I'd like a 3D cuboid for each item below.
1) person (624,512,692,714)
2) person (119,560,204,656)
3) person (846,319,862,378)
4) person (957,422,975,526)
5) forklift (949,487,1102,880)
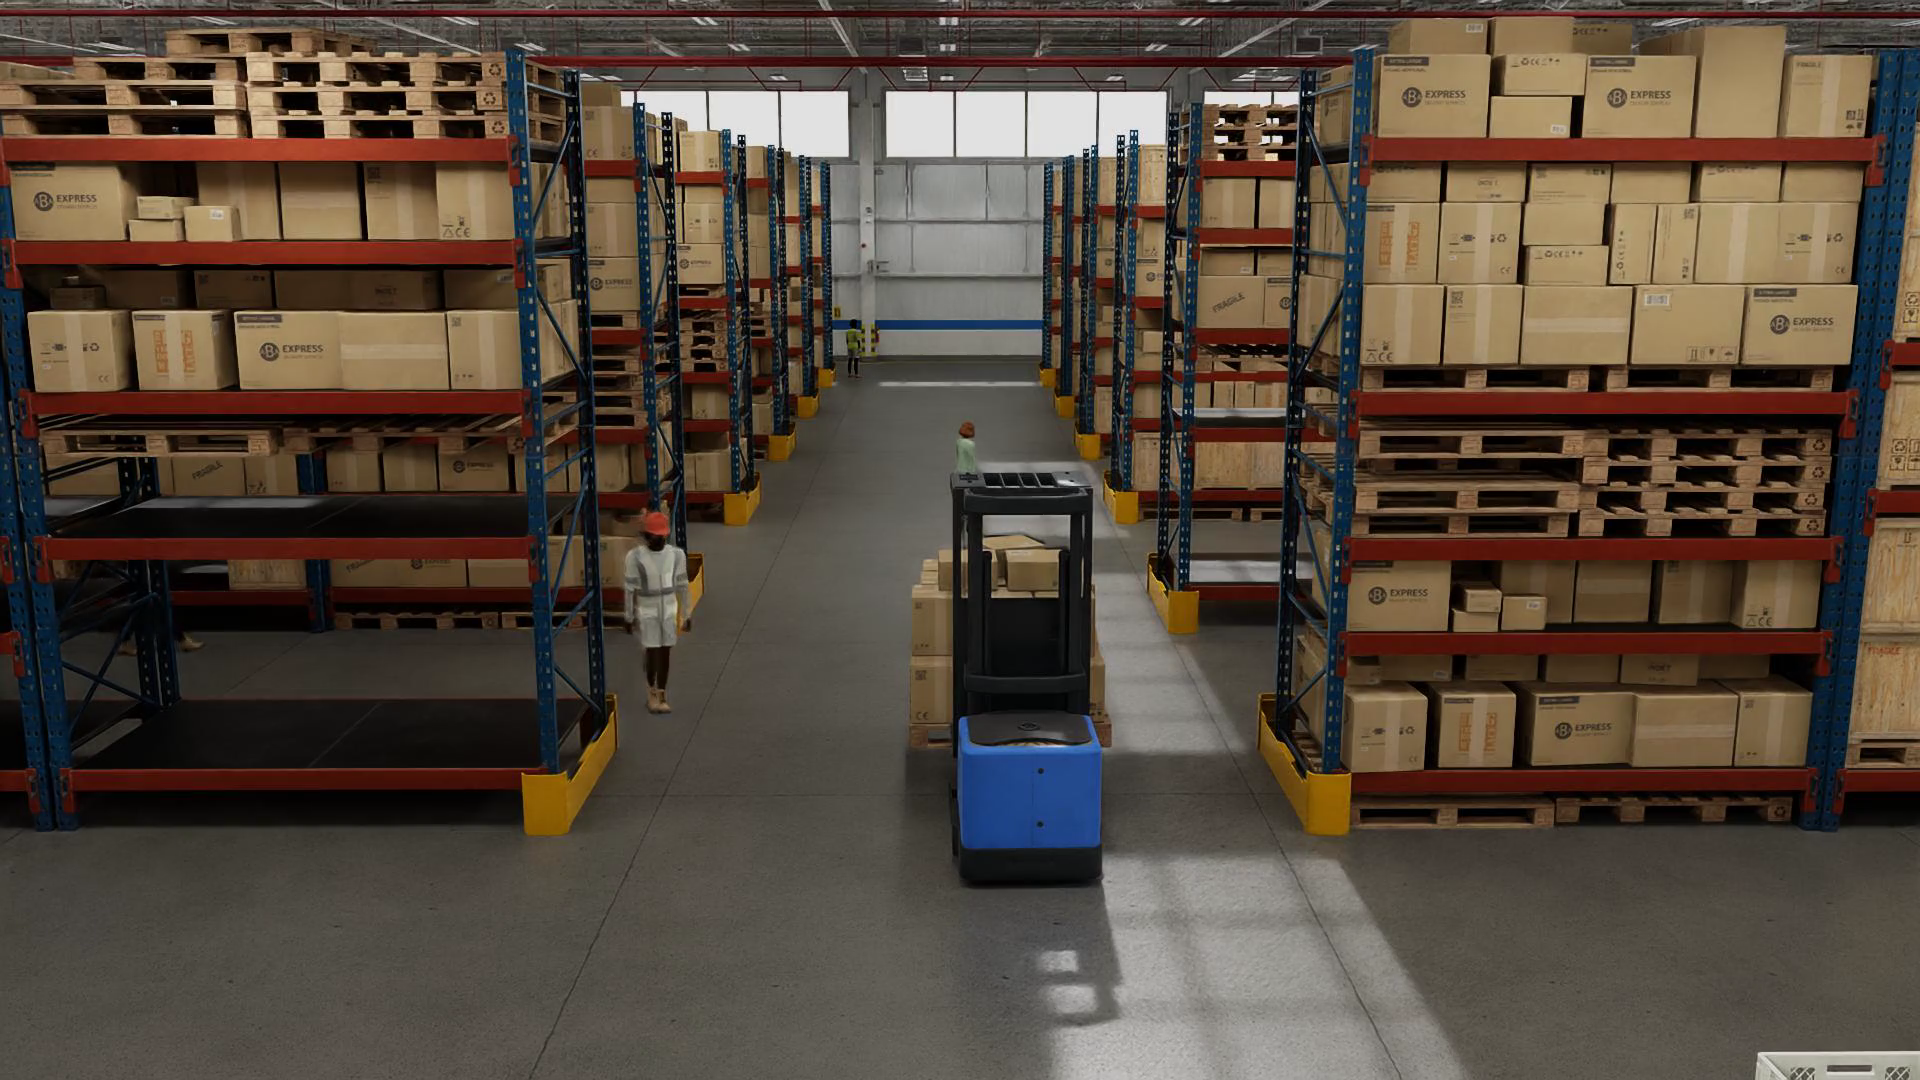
[{"bbox_3d":[-2.928,0.724,16.231,0.642,2.026,0.478,-7,13,-29],"label":"person"},{"bbox_3d":[-8.945,0.478,18.395,0.888,1.646,0.545,-1,11,-5],"label":"person"},{"bbox_3d":[-3.070,-5.529,48.046,0.535,1.700,0.318,9,15,38],"label":"person"},{"bbox_3d":[0.103,-1.040,25.982,0.285,1.626,0.498,-5,13,-24],"label":"person"},{"bbox_3d":[0.495,0.986,12.813,1.129,2.768,1.873,0,11,-2],"label":"forklift"}]
